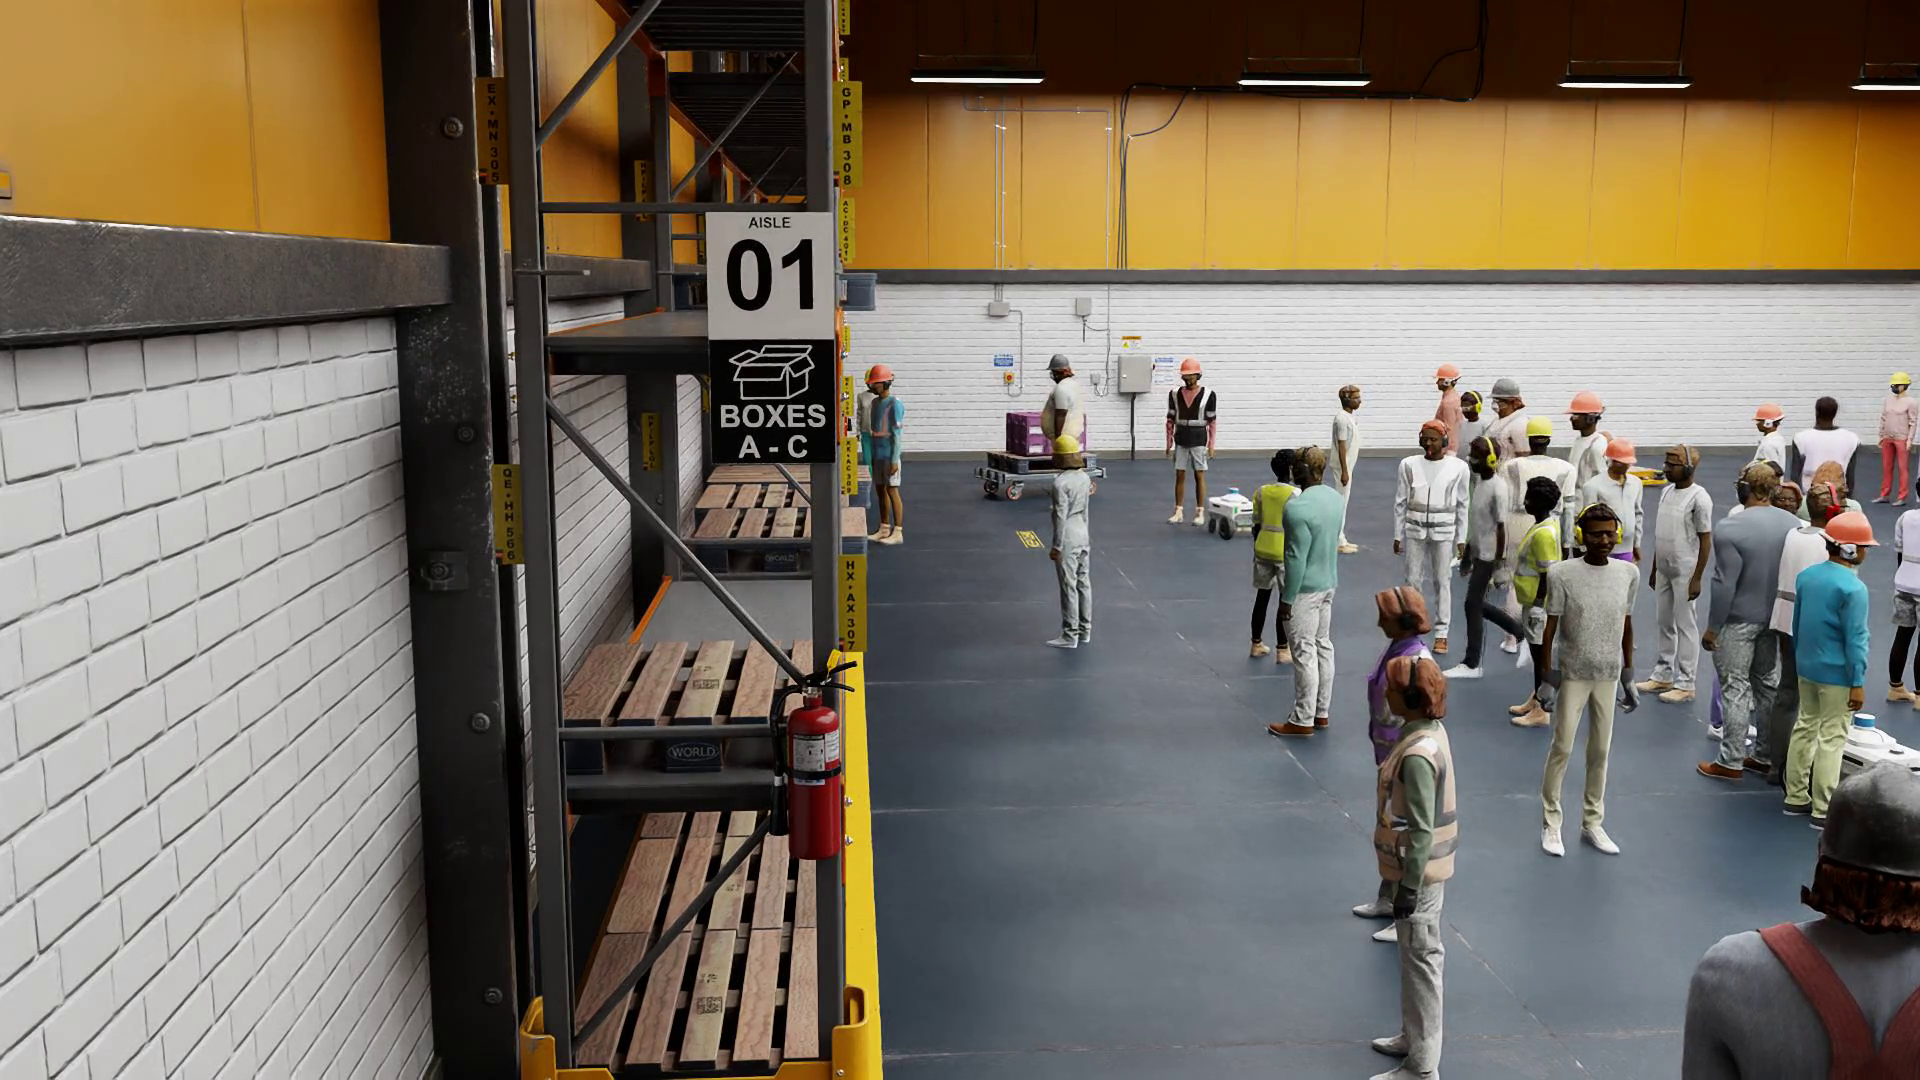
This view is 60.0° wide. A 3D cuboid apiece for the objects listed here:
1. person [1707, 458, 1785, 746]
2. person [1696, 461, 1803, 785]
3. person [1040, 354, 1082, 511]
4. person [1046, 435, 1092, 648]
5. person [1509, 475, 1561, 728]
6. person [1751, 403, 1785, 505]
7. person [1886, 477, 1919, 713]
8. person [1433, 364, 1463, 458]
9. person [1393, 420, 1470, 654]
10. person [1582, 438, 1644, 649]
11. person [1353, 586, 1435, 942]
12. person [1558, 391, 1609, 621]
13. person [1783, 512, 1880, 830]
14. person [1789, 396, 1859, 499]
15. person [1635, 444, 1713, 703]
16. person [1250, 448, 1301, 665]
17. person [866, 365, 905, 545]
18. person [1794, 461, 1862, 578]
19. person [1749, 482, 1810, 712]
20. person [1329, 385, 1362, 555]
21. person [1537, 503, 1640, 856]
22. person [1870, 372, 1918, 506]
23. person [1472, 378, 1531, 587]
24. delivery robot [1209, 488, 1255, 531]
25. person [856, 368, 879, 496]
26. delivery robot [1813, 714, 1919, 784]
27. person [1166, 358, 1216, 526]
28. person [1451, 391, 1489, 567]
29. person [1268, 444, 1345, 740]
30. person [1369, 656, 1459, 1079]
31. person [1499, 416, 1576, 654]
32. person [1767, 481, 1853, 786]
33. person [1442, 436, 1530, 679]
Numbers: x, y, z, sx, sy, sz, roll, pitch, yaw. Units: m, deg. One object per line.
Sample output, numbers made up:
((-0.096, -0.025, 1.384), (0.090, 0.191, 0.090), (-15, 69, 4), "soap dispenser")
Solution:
((5.125, 0.394, 10.802), (0.330, 1.863, 0.534), (9, 13, 44), "person")
((4.716, 0.492, 9.945), (0.636, 1.938, 0.355), (-3, 10, -20), "person")
((1.306, -1.405, 21.539), (0.536, 2.000, 0.700), (3, 10, 19), "person")
((0.879, 0.010, 13.596), (0.313, 1.741, 0.487), (6, 11, 34), "person")
((3.885, 0.413, 11.199), (0.315, 1.695, 0.541), (3, 9, 17), "person")
((8.100, -0.500, 16.754), (0.342, 1.749, 0.572), (5, 10, 30), "person")
((6.722, 0.351, 11.591), (0.318, 1.697, 0.535), (-1, 9, -8), "person")
((5.740, -1.082, 19.651), (0.375, 1.995, 0.609), (3, 10, 20), "person")
((3.781, -0.029, 13.385), (0.586, 1.882, 0.342), (4, 10, 26), "person")
((5.283, 0.035, 13.435), (0.575, 1.742, 0.356), (-3, 10, -19), "person")
((2.018, 1.013, 7.613), (0.312, 1.639, 0.512), (0, 9, 0), "person")
((5.353, -0.253, 14.298), (0.395, 2.044, 0.609), (1, 9, 3), "person")
((4.813, 0.711, 9.150), (0.342, 1.748, 0.573), (-1, 9, -4), "person")
((8.121, -0.403, 15.692), (0.586, 1.903, 0.456), (2, 9, 14), "person")
((5.104, 0.235, 11.851), (0.332, 1.844, 0.518), (-2, 9, -13), "person")
((2.509, 0.122, 13.078), (0.322, 1.689, 0.545), (-7, 11, -37), "person")
((-0.865, -0.954, 18.743), (0.403, 2.036, 0.604), (-6, 11, -32), "person")
((6.566, 0.210, 12.672), (0.506, 1.632, 0.268), (7, 11, 36), "person")
((5.579, 0.414, 11.361), (0.514, 1.645, 0.307), (7, 11, 38), "person")
((4.216, -0.772, 18.174), (0.345, 1.847, 0.504), (3, 9, 16), "person")
((3.292, 0.726, 8.697), (0.534, 1.869, 0.311), (-1, 9, -4), "person")
((12.336, -1.329, 21.923), (0.314, 1.768, 0.526), (-3, 10, -20), "person")
((5.291, -0.569, 16.290), (0.535, 2.000, 0.684), (0, 9, -3), "person")
((3.180, -0.358, 19.318), (0.477, 0.478, 0.707), (-3, 9, -17), "delivery robot")
((-1.201, -1.487, 22.950), (0.524, 1.761, 0.340), (4, 10, 25), "person")
((5.084, 1.226, 9.378), (0.477, 0.478, 0.707), (-2, 9, -11), "delivery robot")
((2.782, -1.181, 20.148), (0.620, 2.038, 0.394), (4, 10, 23), "person")
((5.234, -0.603, 17.058), (0.336, 1.865, 0.521), (-3, 10, -20), "person")
((2.277, 0.337, 10.921), (0.370, 1.940, 0.630), (7, 11, 36), "person")
((1.694, 1.235, 6.214), (0.312, 1.639, 0.518), (3, 10, 18), "person")
((4.588, -0.031, 13.300), (0.586, 1.920, 0.397), (2, 9, 14), "person")
((4.956, 0.576, 9.704), (0.389, 1.847, 0.563), (-2, 9, -10), "person")
((4.017, 0.137, 12.466), (0.706, 1.847, 0.503), (1, 9, 4), "person")
